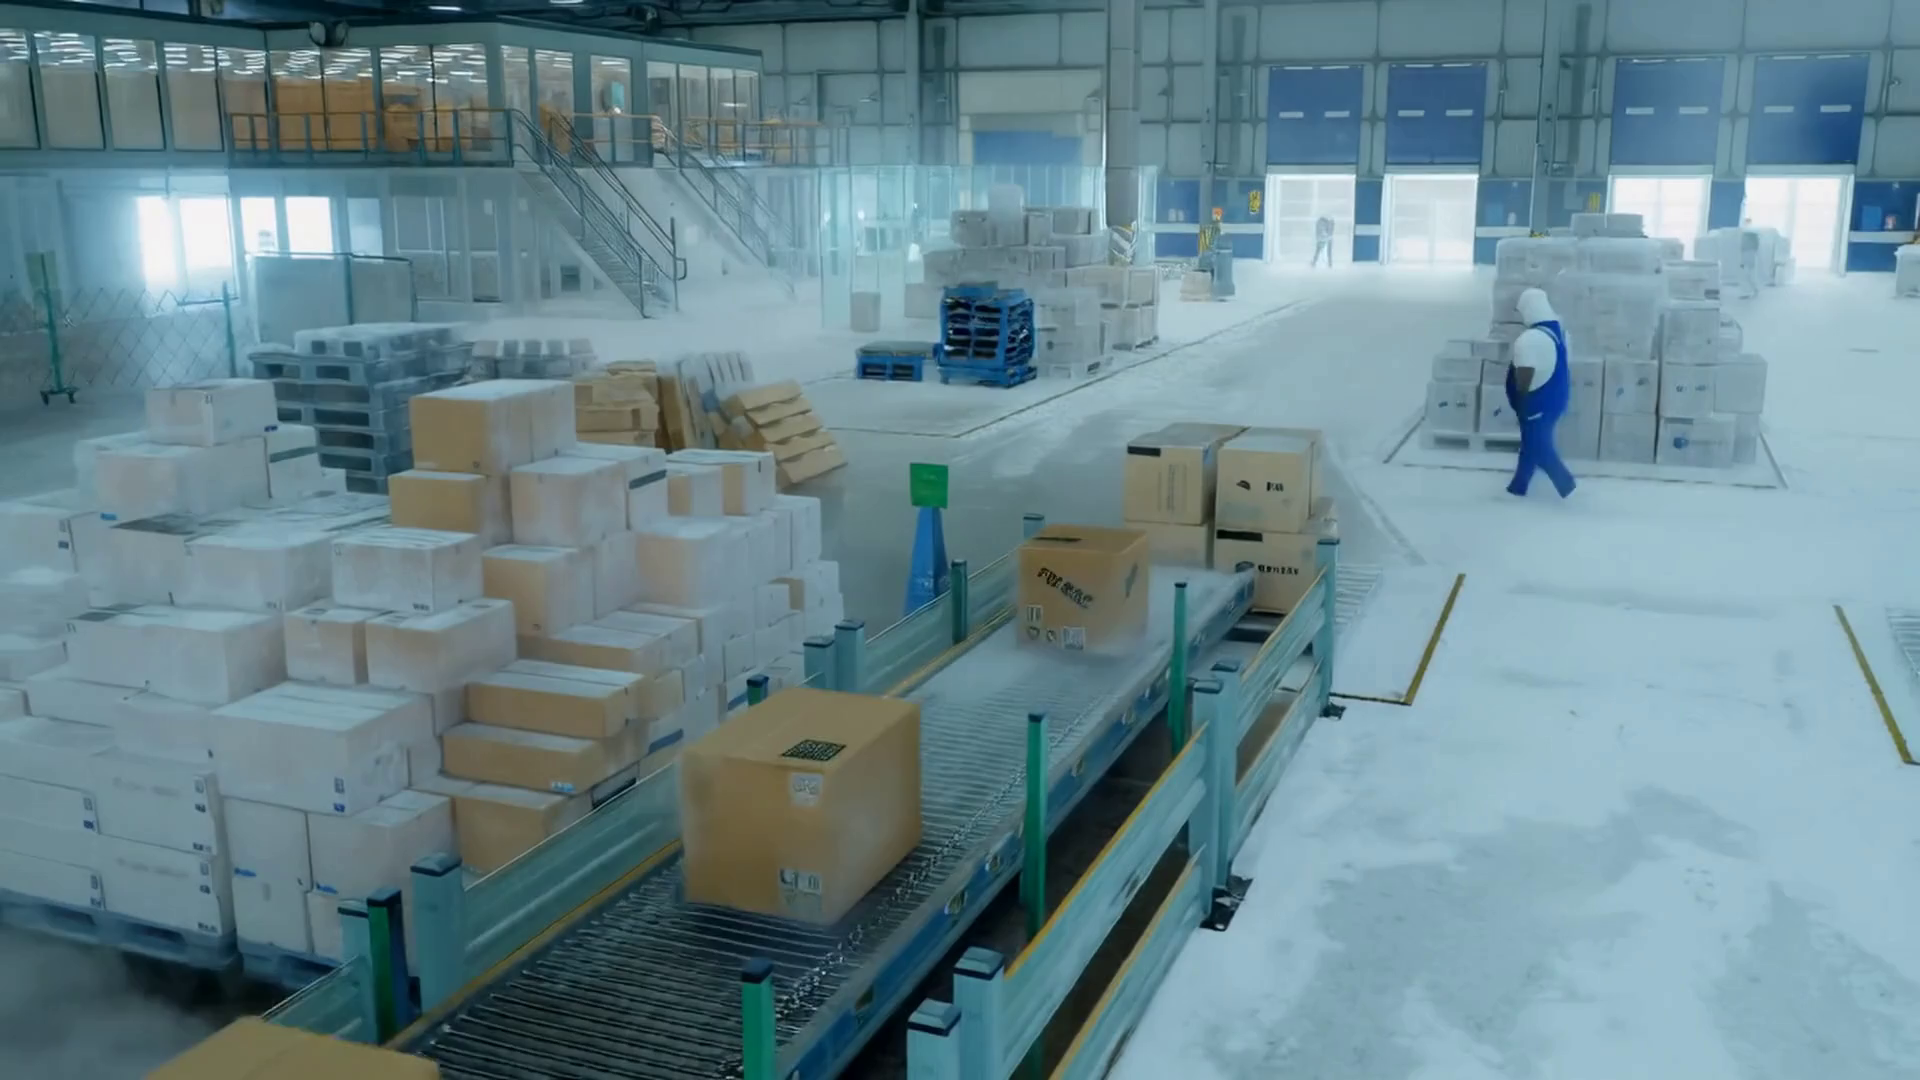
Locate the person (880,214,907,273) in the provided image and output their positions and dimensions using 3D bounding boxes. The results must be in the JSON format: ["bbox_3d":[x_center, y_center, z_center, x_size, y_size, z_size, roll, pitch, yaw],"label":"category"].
[{"bbox_3d":[-1.973,-8.741,49.037,0.869,1.710,0.530,-2,13,-9],"label":"person"}]

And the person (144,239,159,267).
[{"bbox_3d":[-18.086,-6.118,37.475,0.508,1.616,0.568,2,13,8],"label":"person"}]

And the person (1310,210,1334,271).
[{"bbox_3d":[10.920,-9.004,50.013,0.612,1.809,0.907,-5,13,-21],"label":"person"}]

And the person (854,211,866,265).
[{"bbox_3d":[-3.211,-9.685,53.304,0.322,1.697,0.533,5,14,23],"label":"person"}]

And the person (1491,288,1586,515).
[{"bbox_3d":[5.216,-1.262,14.744,0.713,2.000,0.929,-12,17,-43],"label":"person"}]

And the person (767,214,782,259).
[{"bbox_3d":[-6.554,-10.512,56.577,0.912,1.903,0.655,0,13,2],"label":"person"}]

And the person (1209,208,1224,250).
[{"bbox_3d":[6.789,-7.788,44.122,0.387,1.996,0.611,5,14,23],"label":"person"}]

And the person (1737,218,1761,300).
[{"bbox_3d":[18.403,-6.530,38.698,0.636,1.899,0.639,-6,14,-26],"label":"person"}]

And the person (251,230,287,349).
[{"bbox_3d":[-11.194,-3.996,27.001,0.389,2.045,0.606,5,14,23],"label":"person"}]

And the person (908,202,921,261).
[{"bbox_3d":[-1.491,-10.224,55.190,0.376,1.933,0.544,5,14,23],"label":"person"}]
